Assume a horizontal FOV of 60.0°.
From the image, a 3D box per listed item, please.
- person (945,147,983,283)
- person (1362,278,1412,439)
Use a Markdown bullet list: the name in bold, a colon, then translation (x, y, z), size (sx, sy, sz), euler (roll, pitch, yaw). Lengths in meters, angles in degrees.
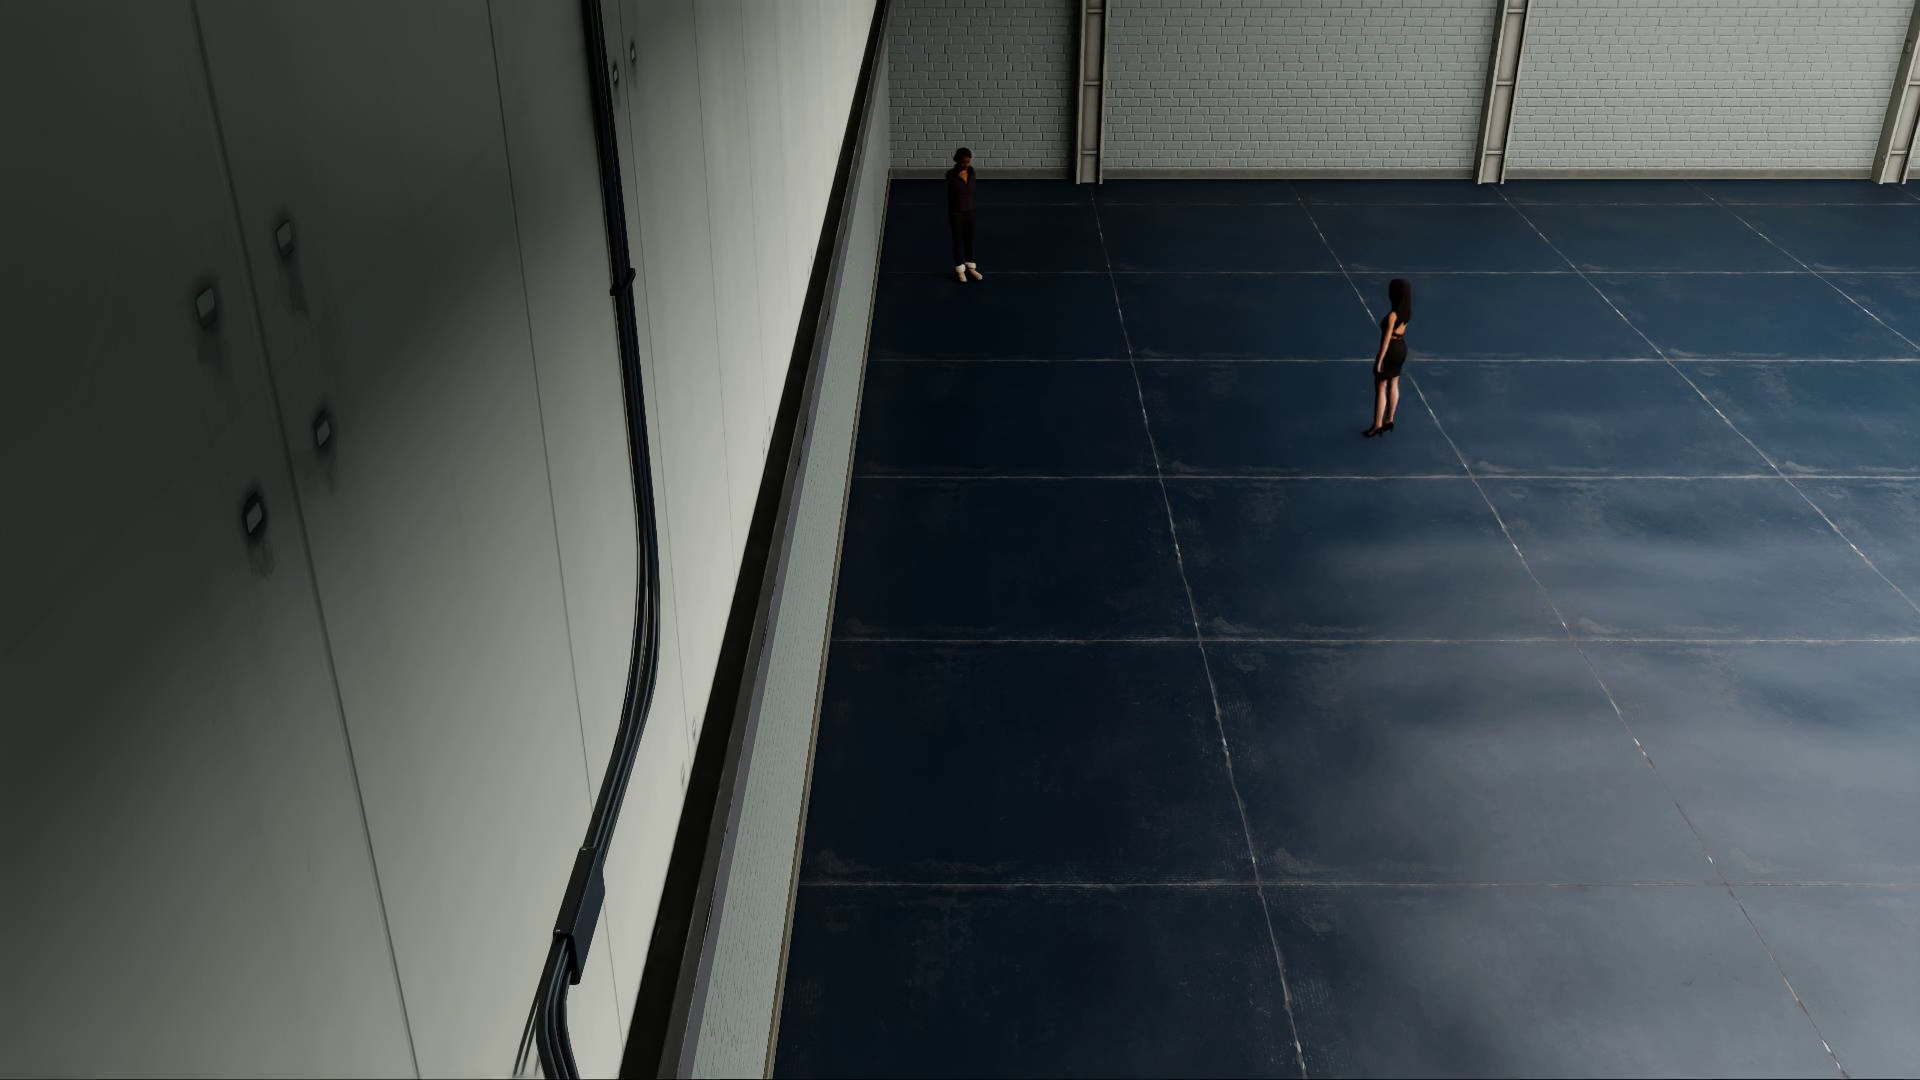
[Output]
- **person**: translation (0.018, -4.083, 20.744), size (0.758, 1.661, 0.701), euler (22, 35, 35)
- **person**: translation (4.307, -1.797, 16.468), size (0.685, 1.645, 0.630), euler (24, 36, 38)
